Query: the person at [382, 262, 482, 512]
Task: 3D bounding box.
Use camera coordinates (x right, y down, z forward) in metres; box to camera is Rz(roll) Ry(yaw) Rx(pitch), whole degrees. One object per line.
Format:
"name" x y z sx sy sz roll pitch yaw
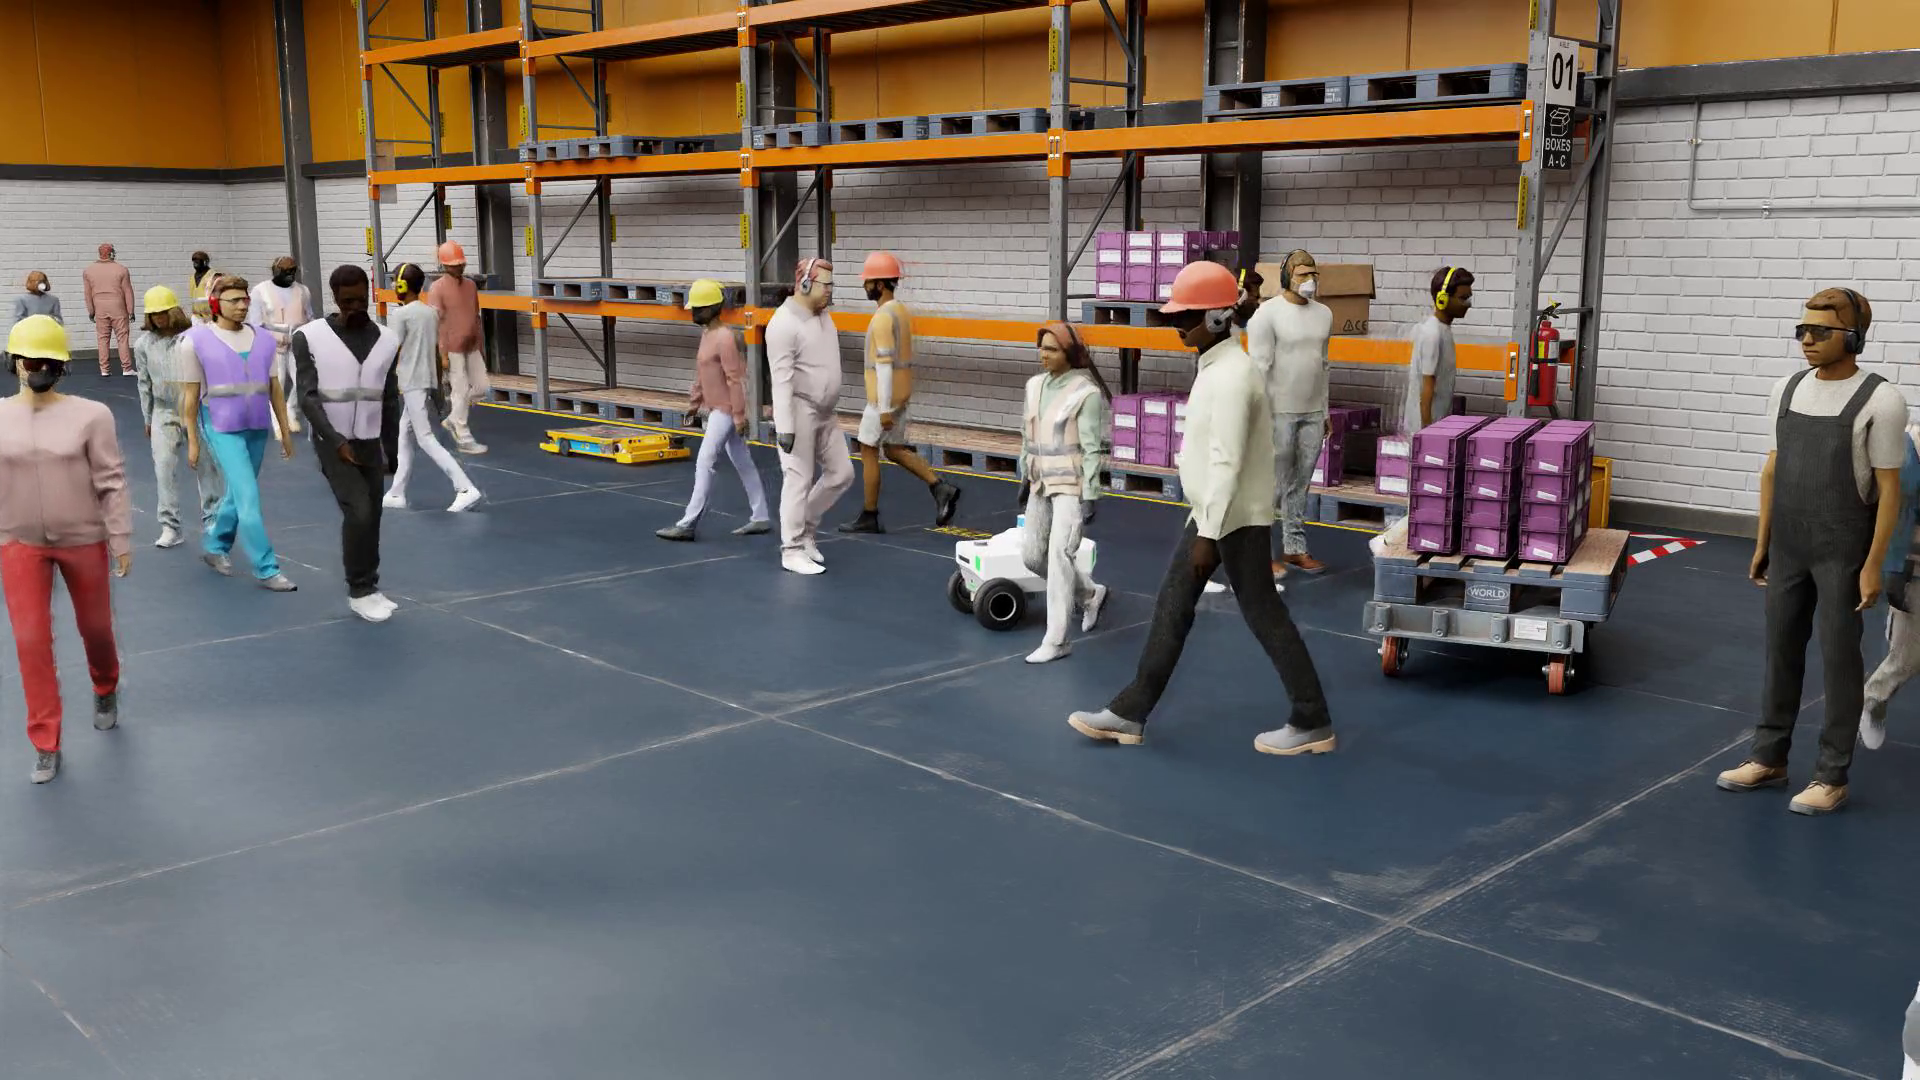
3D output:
"person" -3.954 -1.112 12.195 0.939 1.835 0.529 2 11 11

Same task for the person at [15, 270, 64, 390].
"person" -10.736 -2.333 19.420 0.356 1.623 0.508 6 12 31

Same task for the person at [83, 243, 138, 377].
"person" -12.166 -3.291 23.857 0.651 1.906 0.403 -1 10 -7

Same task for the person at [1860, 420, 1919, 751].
"person" 3.576 0.115 6.034 0.520 1.617 0.607 1 10 5

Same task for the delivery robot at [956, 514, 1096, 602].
"delivery robot" 0.352 0.108 8.753 0.707 0.478 0.477 -4 11 -19

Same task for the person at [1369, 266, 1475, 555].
"person" 2.639 -0.607 9.370 0.465 1.847 0.625 3 11 15

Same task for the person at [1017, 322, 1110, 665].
"person" 0.514 -0.236 7.959 0.536 1.621 0.529 -7 13 -34

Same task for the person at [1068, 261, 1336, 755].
"person" 0.996 -0.101 6.412 1.049 1.928 0.632 0 10 -1

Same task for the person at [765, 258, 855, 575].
"person" -0.886 -0.731 9.938 0.434 1.884 0.677 5 11 24

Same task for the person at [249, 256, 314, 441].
"person" -6.718 -1.903 16.526 0.640 1.820 0.474 -8 13 -38

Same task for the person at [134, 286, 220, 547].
"person" -5.126 -0.814 10.943 0.490 1.689 0.628 -3 11 -13

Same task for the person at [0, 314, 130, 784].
"person" -3.514 -0.004 6.438 0.553 1.737 0.832 -5 12 -25

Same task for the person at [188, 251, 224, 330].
"person" -10.845 -3.262 24.020 0.624 1.801 0.984 3 11 16

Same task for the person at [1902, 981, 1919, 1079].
"person" 1.151 0.793 1.535 0.541 1.929 0.383 0 10 1

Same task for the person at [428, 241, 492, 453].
"person" -4.656 -1.772 15.409 0.493 1.968 0.630 4 11 23

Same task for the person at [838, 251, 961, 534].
"person" -0.431 -0.975 11.198 0.762 1.921 0.552 3 11 17

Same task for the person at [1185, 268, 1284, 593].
"person" 1.569 -0.601 9.371 0.775 1.834 0.542 2 11 9

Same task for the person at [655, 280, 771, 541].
"person" -1.664 -0.844 11.011 0.892 1.718 0.571 -3 11 -18

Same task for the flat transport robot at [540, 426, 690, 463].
"flat transport robot" -3.174 -0.892 15.236 1.431 0.197 0.652 10 14 42

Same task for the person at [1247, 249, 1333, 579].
"person" 1.972 -0.745 9.884 0.635 1.938 0.361 -7 12 -33

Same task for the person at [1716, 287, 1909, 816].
"person" 3.019 0.042 5.849 0.350 1.846 0.506 -5 12 -25

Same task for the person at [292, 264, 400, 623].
"person" -3.179 -0.494 8.710 0.664 1.870 0.603 8 13 37

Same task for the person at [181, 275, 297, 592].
"person" -4.200 -0.630 9.632 0.944 1.807 0.580 6 12 31
